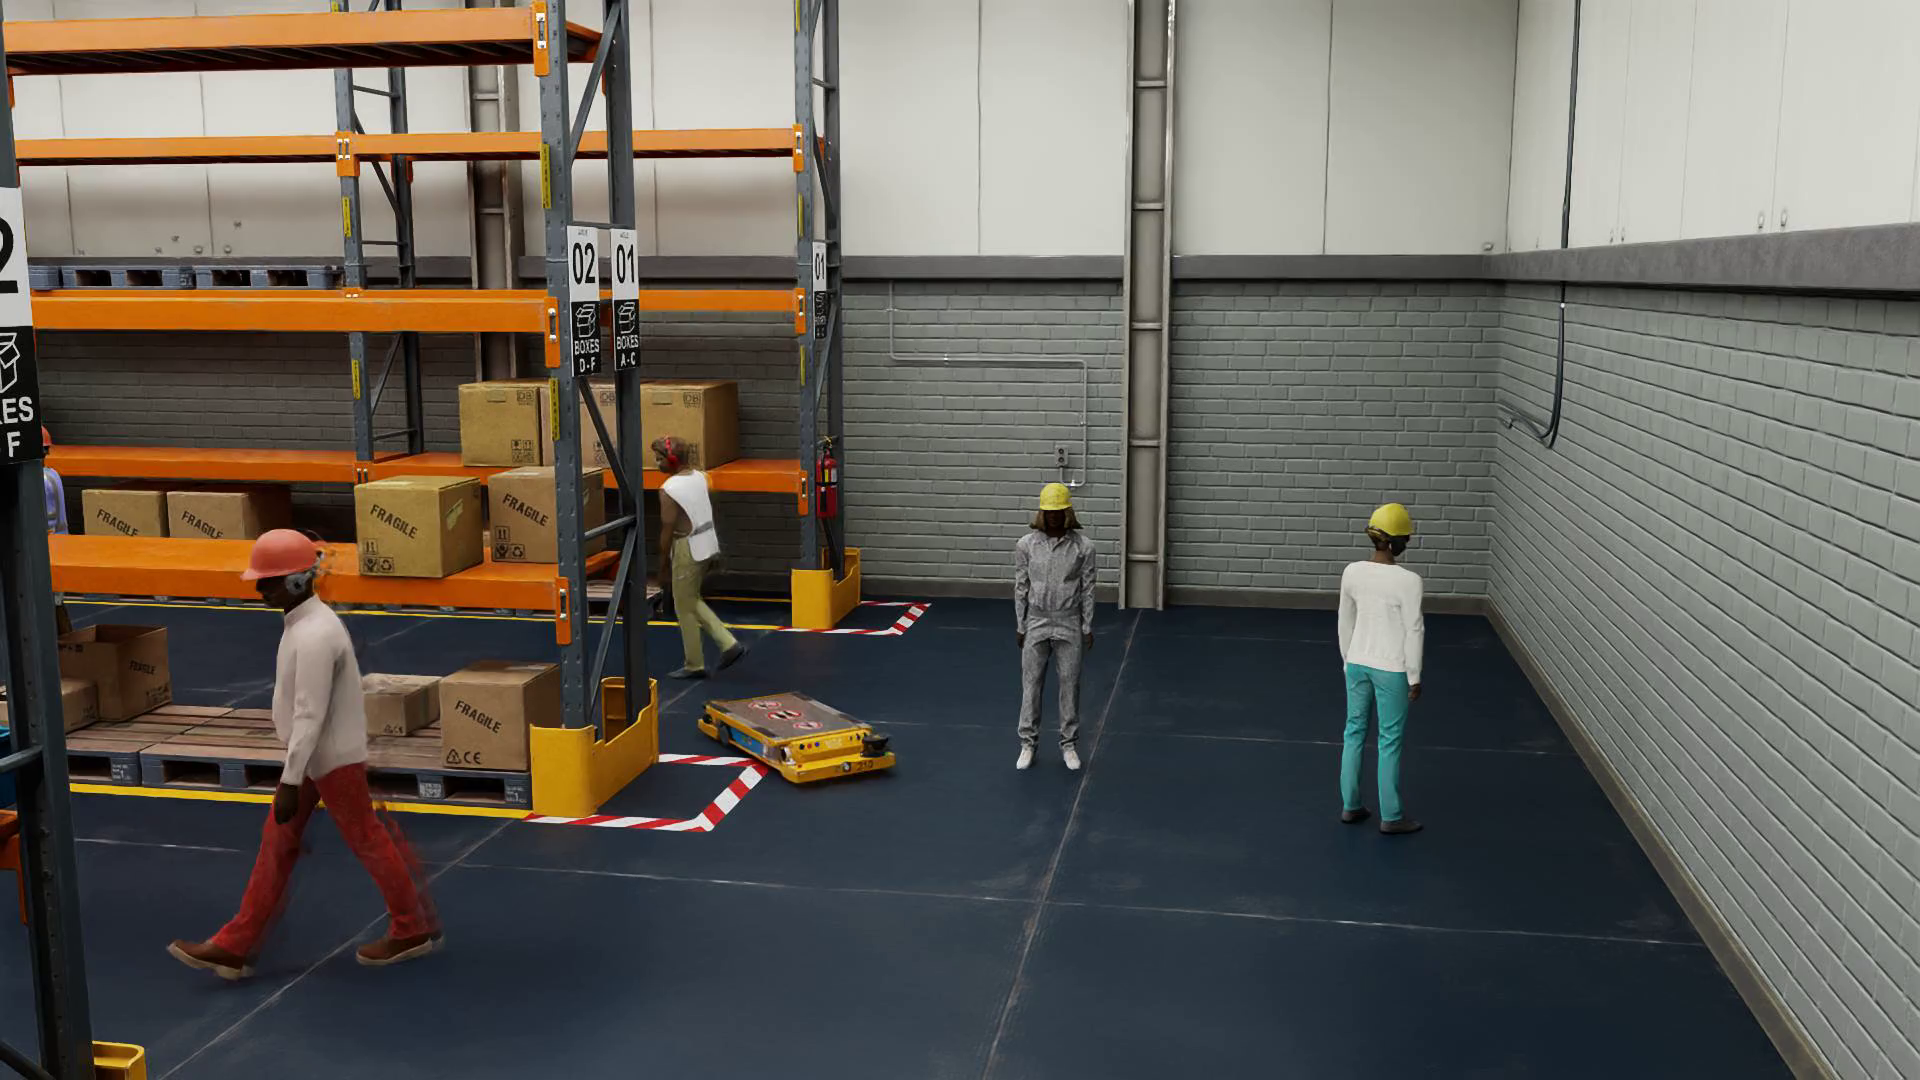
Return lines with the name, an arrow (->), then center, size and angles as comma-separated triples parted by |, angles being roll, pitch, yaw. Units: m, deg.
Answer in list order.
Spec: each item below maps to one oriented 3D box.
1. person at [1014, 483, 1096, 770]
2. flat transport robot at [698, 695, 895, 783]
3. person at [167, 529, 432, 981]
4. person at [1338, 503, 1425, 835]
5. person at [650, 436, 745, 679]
person -> 0.568, 0.520, 9.976 | 0.486, 1.744, 0.311 | 1, 9, 4
flat transport robot -> -1.044, 1.196, 10.336 | 0.652, 0.197, 1.431 | -6, 11, -32
person -> -2.756, 0.913, 6.944 | 1.083, 1.925, 0.630 | -5, 10, -29
person -> 2.257, 0.682, 8.902 | 0.330, 1.769, 0.526 | -7, 12, -37
person -> -1.946, 0.147, 12.065 | 0.504, 1.812, 0.611 | 2, 9, 14
